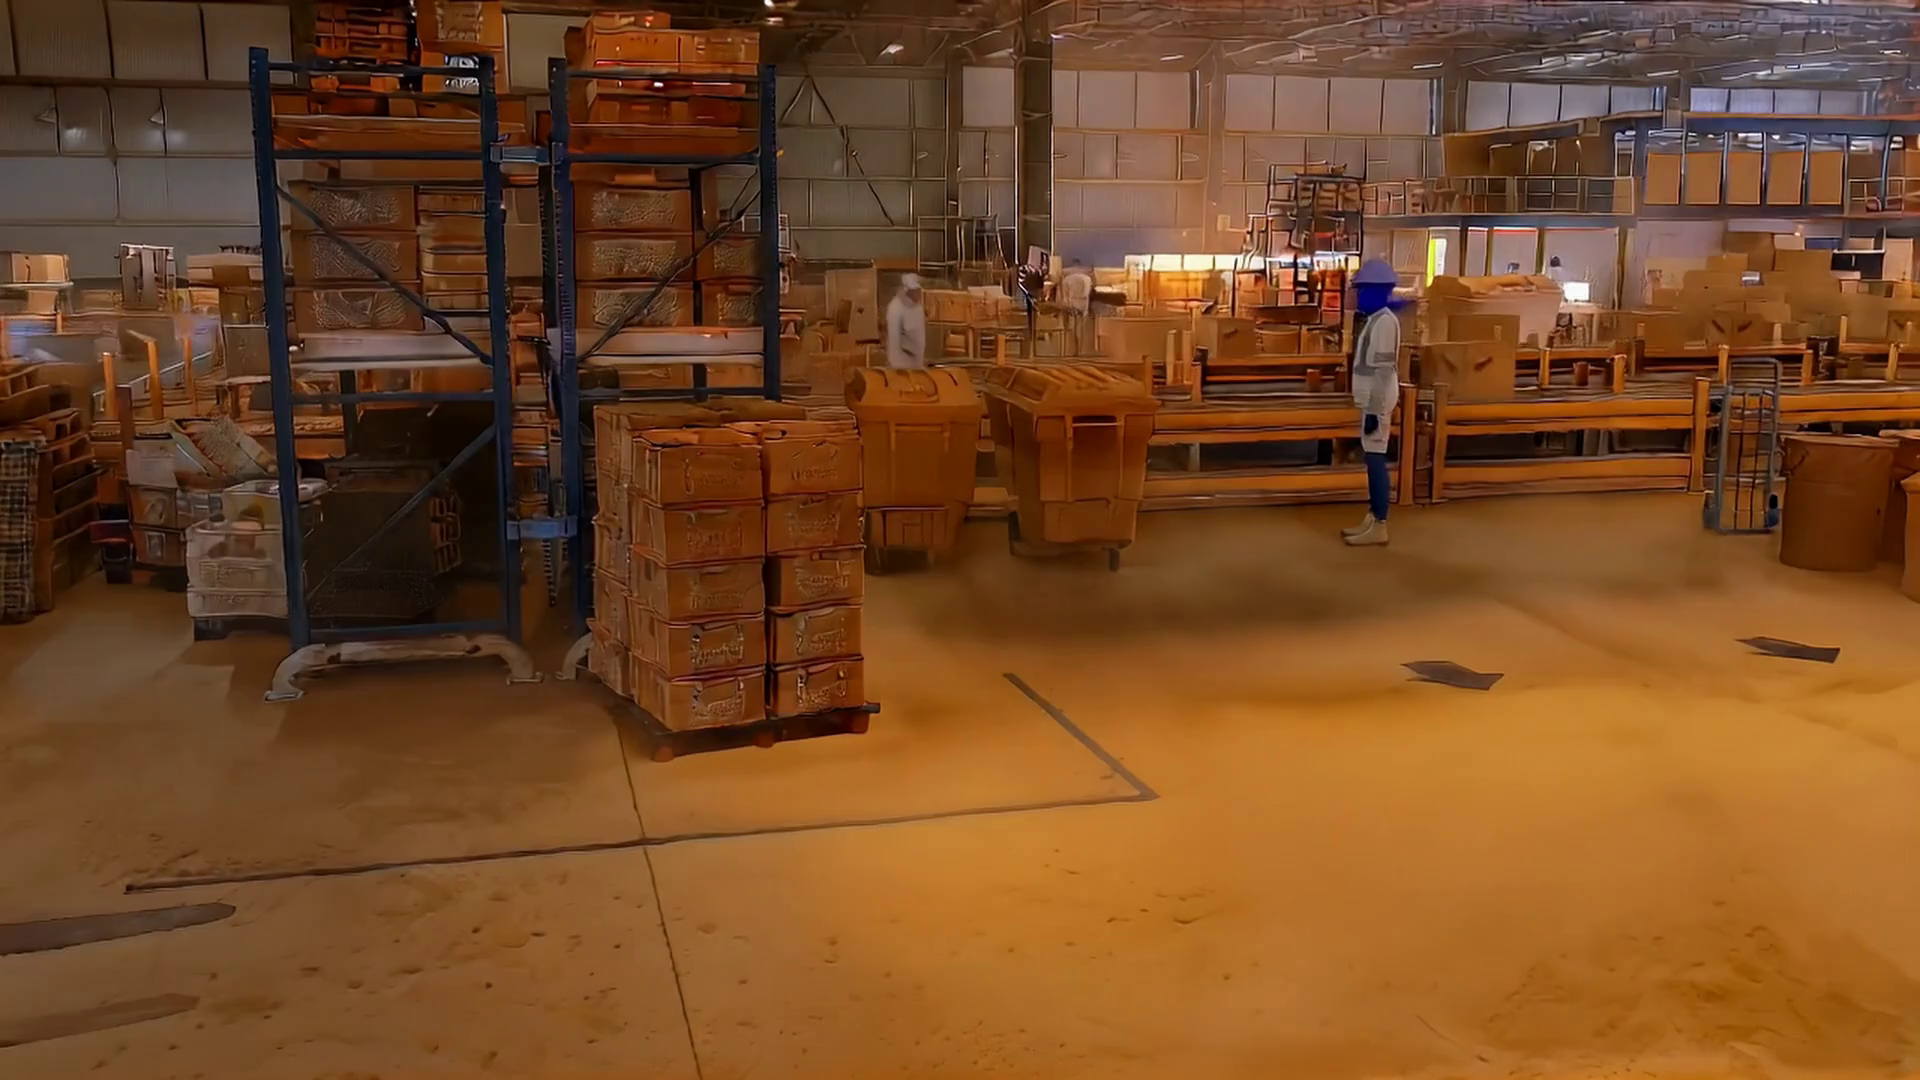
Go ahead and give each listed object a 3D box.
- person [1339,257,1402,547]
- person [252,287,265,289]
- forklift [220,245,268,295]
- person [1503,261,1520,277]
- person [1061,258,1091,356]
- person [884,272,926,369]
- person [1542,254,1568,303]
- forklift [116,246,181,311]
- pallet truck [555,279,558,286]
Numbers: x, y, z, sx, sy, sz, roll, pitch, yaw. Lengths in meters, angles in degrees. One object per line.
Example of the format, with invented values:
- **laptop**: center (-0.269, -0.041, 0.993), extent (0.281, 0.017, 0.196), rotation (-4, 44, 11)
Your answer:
- **person**: center (2.929, -0.973, 11.823), extent (0.369, 2.048, 0.607), rotation (2, 10, 9)
- **person**: center (-14.994, -4.998, 35.446), extent (0.548, 1.736, 0.752), rotation (9, 14, 43)
- **forklift**: center (-17.749, -6.334, 41.440), extent (1.157, 1.987, 2.680), rotation (-3, 10, -17)
- **person**: center (11.700, -5.003, 35.286), extent (0.595, 1.825, 0.404), rotation (6, 11, 29)
- **person**: center (2.275, -4.593, 32.768), extent (0.569, 1.882, 0.976), rotation (-1, 10, -7)
- **person**: center (-0.631, -1.929, 17.774), extent (0.878, 1.861, 0.640), rotation (6, 12, 31)
- **person**: center (13.193, -5.349, 36.884), extent (0.642, 1.957, 1.018), rotation (1, 10, 3)
- **forklift**: center (-19.966, -6.232, 40.894), extent (1.157, 1.987, 2.680), rotation (-3, 10, -15)
- **pallet truck**: center (-10.604, -6.375, 44.520), extent (0.653, 1.274, 1.630), rotation (-3, 10, -15)
